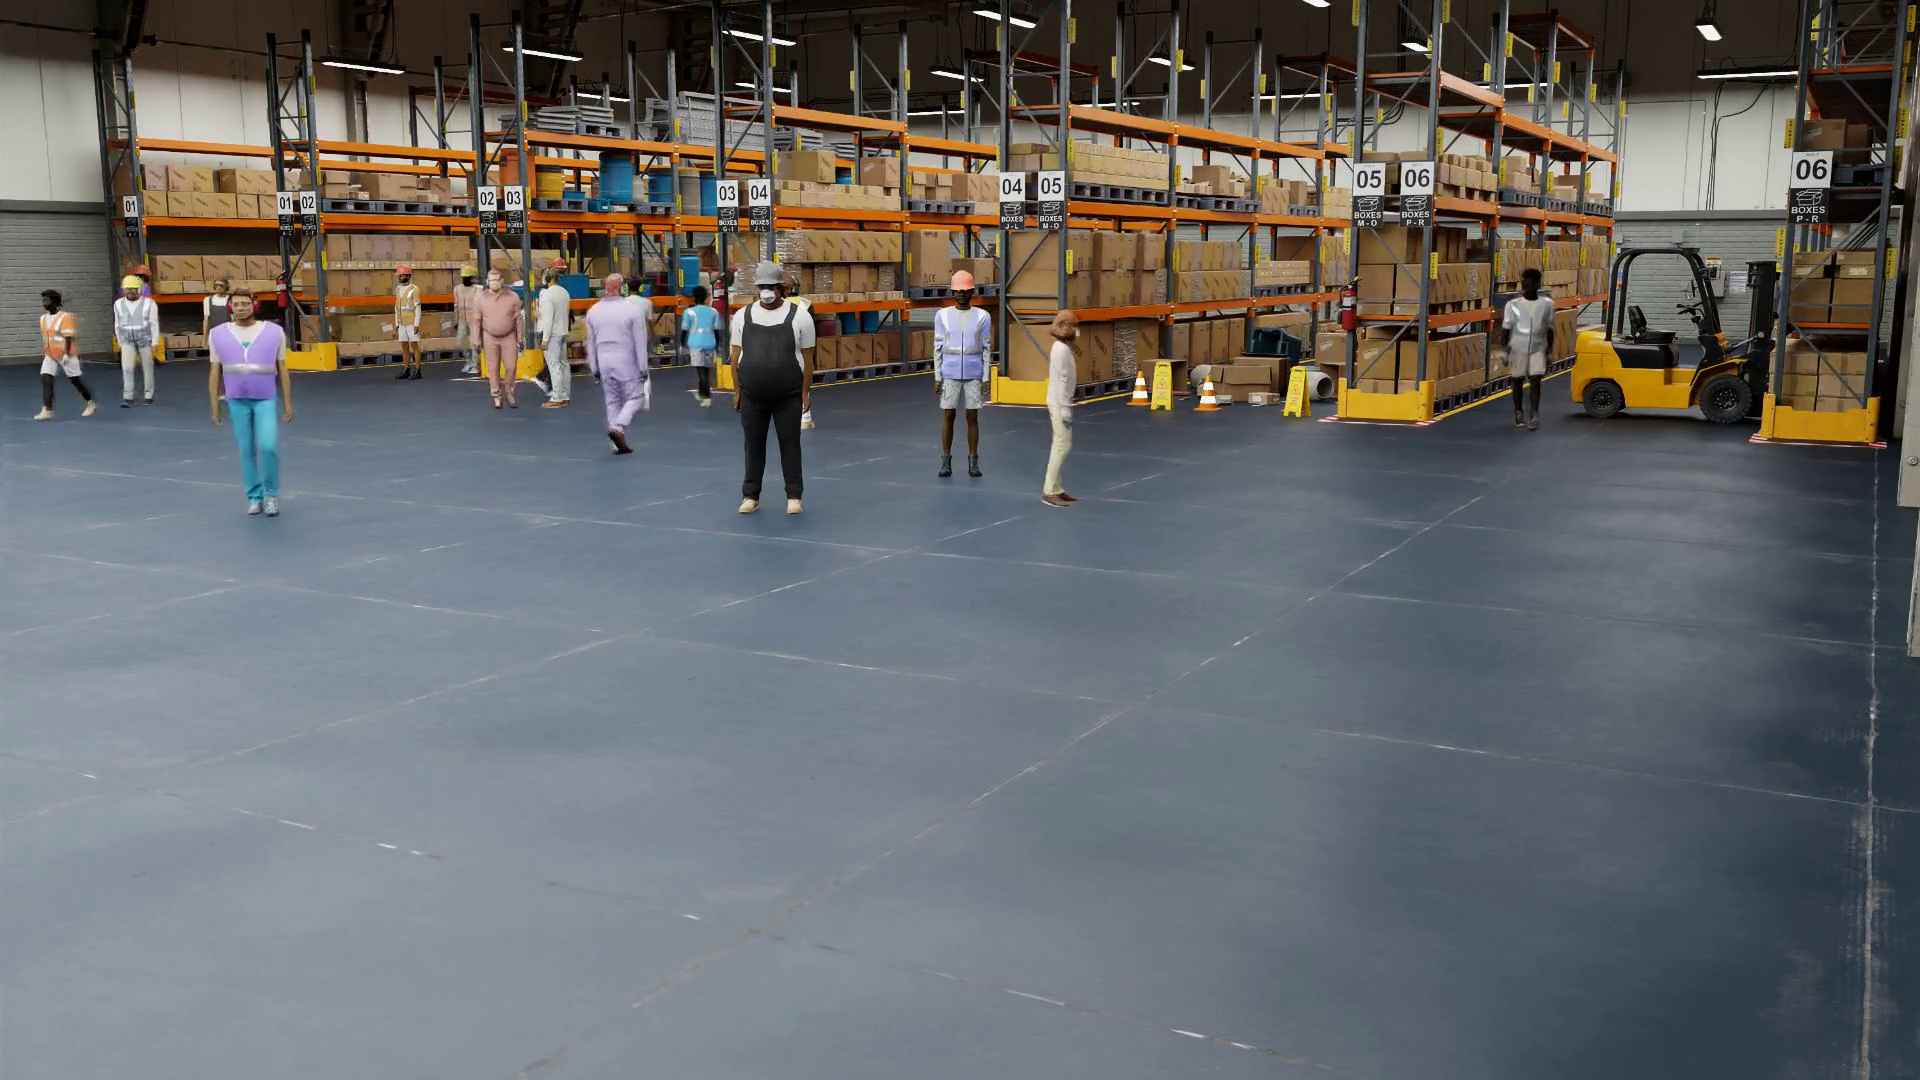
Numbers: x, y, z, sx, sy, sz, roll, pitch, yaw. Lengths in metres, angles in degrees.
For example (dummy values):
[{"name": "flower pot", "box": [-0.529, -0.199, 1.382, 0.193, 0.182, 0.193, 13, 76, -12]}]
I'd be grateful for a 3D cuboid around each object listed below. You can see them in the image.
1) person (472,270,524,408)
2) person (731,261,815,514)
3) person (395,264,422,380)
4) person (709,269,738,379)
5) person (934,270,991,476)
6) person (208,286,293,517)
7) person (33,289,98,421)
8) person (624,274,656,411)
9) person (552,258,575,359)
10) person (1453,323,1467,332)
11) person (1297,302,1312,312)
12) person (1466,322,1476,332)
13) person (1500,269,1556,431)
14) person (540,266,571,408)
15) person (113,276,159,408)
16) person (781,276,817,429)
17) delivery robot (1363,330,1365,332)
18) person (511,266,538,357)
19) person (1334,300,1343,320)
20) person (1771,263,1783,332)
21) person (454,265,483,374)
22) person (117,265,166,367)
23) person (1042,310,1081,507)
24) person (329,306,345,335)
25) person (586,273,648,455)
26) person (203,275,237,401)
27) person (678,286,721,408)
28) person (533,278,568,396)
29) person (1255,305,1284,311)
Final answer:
[{"name": "person", "box": [-6.249, -2.703, 22.511, 0.682, 1.879, 0.763, -3, 10, -17]}, {"name": "person", "box": [-1.517, -1.220, 13.385, 0.682, 2.000, 0.537, 0, 10, 2]}, {"name": "person", "box": [-9.312, -3.666, 28.004, 0.545, 1.938, 0.356, 5, 11, 27]}, {"name": "person", "box": [-3.866, -3.506, 27.259, 0.597, 1.868, 0.586, 4, 10, 22]}, {"name": "person", "box": [0.023, -1.557, 15.654, 0.543, 1.939, 0.360, 0, 10, -1]}, {"name": "person", "box": [-5.640, -1.088, 13.206, 0.603, 1.824, 0.647, -3, 10, -16]}, {"name": "person", "box": [-11.428, -2.364, 21.186, 0.529, 1.660, 0.843, 3, 10, 17]}, {"name": "person", "box": [-4.338, -2.632, 22.260, 0.515, 1.843, 0.804, -3, 10, -19]}, {"name": "person", "box": [-7.388, -4.192, 30.777, 0.378, 2.044, 0.607, 8, 13, 40]}, {"name": "person", "box": [11.613, -5.501, 38.744, 0.372, 1.940, 0.632, -3, 10, -19]}, {"name": "person", "box": [8.171, -5.504, 39.162, 0.645, 1.807, 0.671, 0, 10, -1]}, {"name": "person", "box": [11.777, -5.469, 38.541, 0.609, 1.938, 1.022, 3, 10, 19]}, {"name": "person", "box": [6.807, -2.280, 19.945, 0.624, 1.911, 0.994, 2, 10, 14]}, {"name": "person", "box": [-5.546, -2.768, 22.743, 0.360, 1.938, 0.635, 2, 10, 13]}, {"name": "person", "box": [-11.282, -2.706, 22.765, 0.604, 1.793, 0.838, -2, 10, -11]}, {"name": "person", "box": [-2.017, -2.239, 19.948, 0.619, 1.839, 0.430, 1, 10, 7]}, {"name": "delivery robot", "box": [8.921, -4.685, 37.739, 0.707, 0.478, 0.477, 0, 10, 2]}, {"name": "person", "box": [-8.424, -4.363, 32.247, 0.573, 1.883, 0.355, 5, 11, 28]}, {"name": "person", "box": [9.012, -5.500, 39.165, 0.955, 1.803, 0.545, 0, 10, -1]}, {"name": "person", "box": [16.824, -4.771, 34.502, 0.589, 1.928, 0.386, -8, 12, -38]}, {"name": "person", "box": [-8.634, -3.859, 29.220, 0.610, 1.905, 0.435, 2, 10, 13]}, {"name": "person", "box": [-15.312, -4.168, 31.012, 0.554, 1.920, 0.768, 7, 12, 35]}, {"name": "person", "box": [0.850, -1.096, 13.889, 0.340, 1.624, 0.547, 1, 10, 3]}, {"name": "person", "box": [-12.835, -4.677, 33.985, 0.566, 1.908, 0.716, 6, 11, 32]}, {"name": "person", "box": [-3.550, -1.812, 17.264, 0.663, 1.895, 0.515, 4, 10, 20]}, {"name": "person", "box": [-10.655, -2.940, 24.127, 0.504, 1.819, 0.881, -1, 10, -3]}, {"name": "person", "box": [-3.612, -2.657, 22.885, 0.542, 1.649, 0.877, -7, 12, -37]}, {"name": "person", "box": [-6.064, -3.070, 24.617, 0.477, 1.903, 0.596, 0, 10, 0]}, {"name": "person", "box": [7.187, -5.405, 38.642, 0.672, 1.794, 0.977, 8, 12, 38]}]
